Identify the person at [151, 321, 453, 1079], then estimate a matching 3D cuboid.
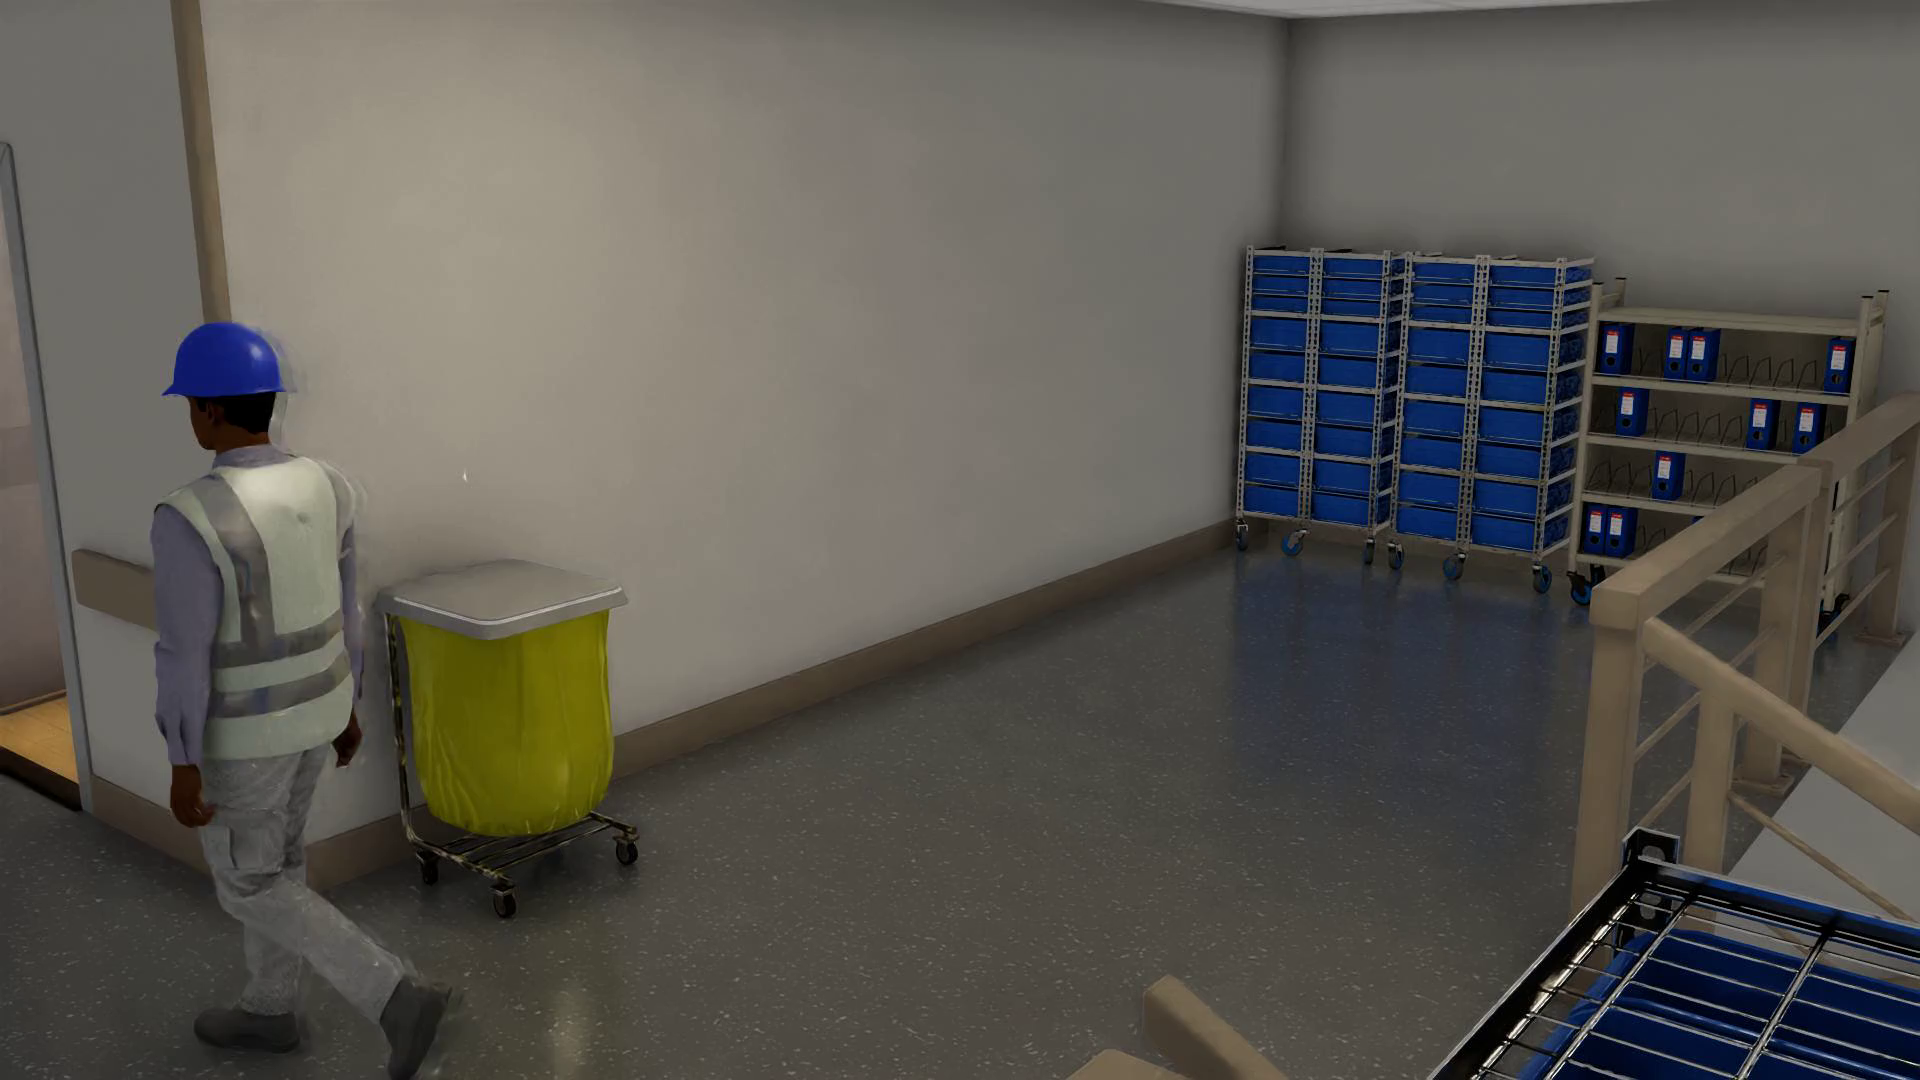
[{"bbox_3d":[-1.633,0.432,4.065,0.782,1.923,0.614,4,14,16],"label":"person"}]
